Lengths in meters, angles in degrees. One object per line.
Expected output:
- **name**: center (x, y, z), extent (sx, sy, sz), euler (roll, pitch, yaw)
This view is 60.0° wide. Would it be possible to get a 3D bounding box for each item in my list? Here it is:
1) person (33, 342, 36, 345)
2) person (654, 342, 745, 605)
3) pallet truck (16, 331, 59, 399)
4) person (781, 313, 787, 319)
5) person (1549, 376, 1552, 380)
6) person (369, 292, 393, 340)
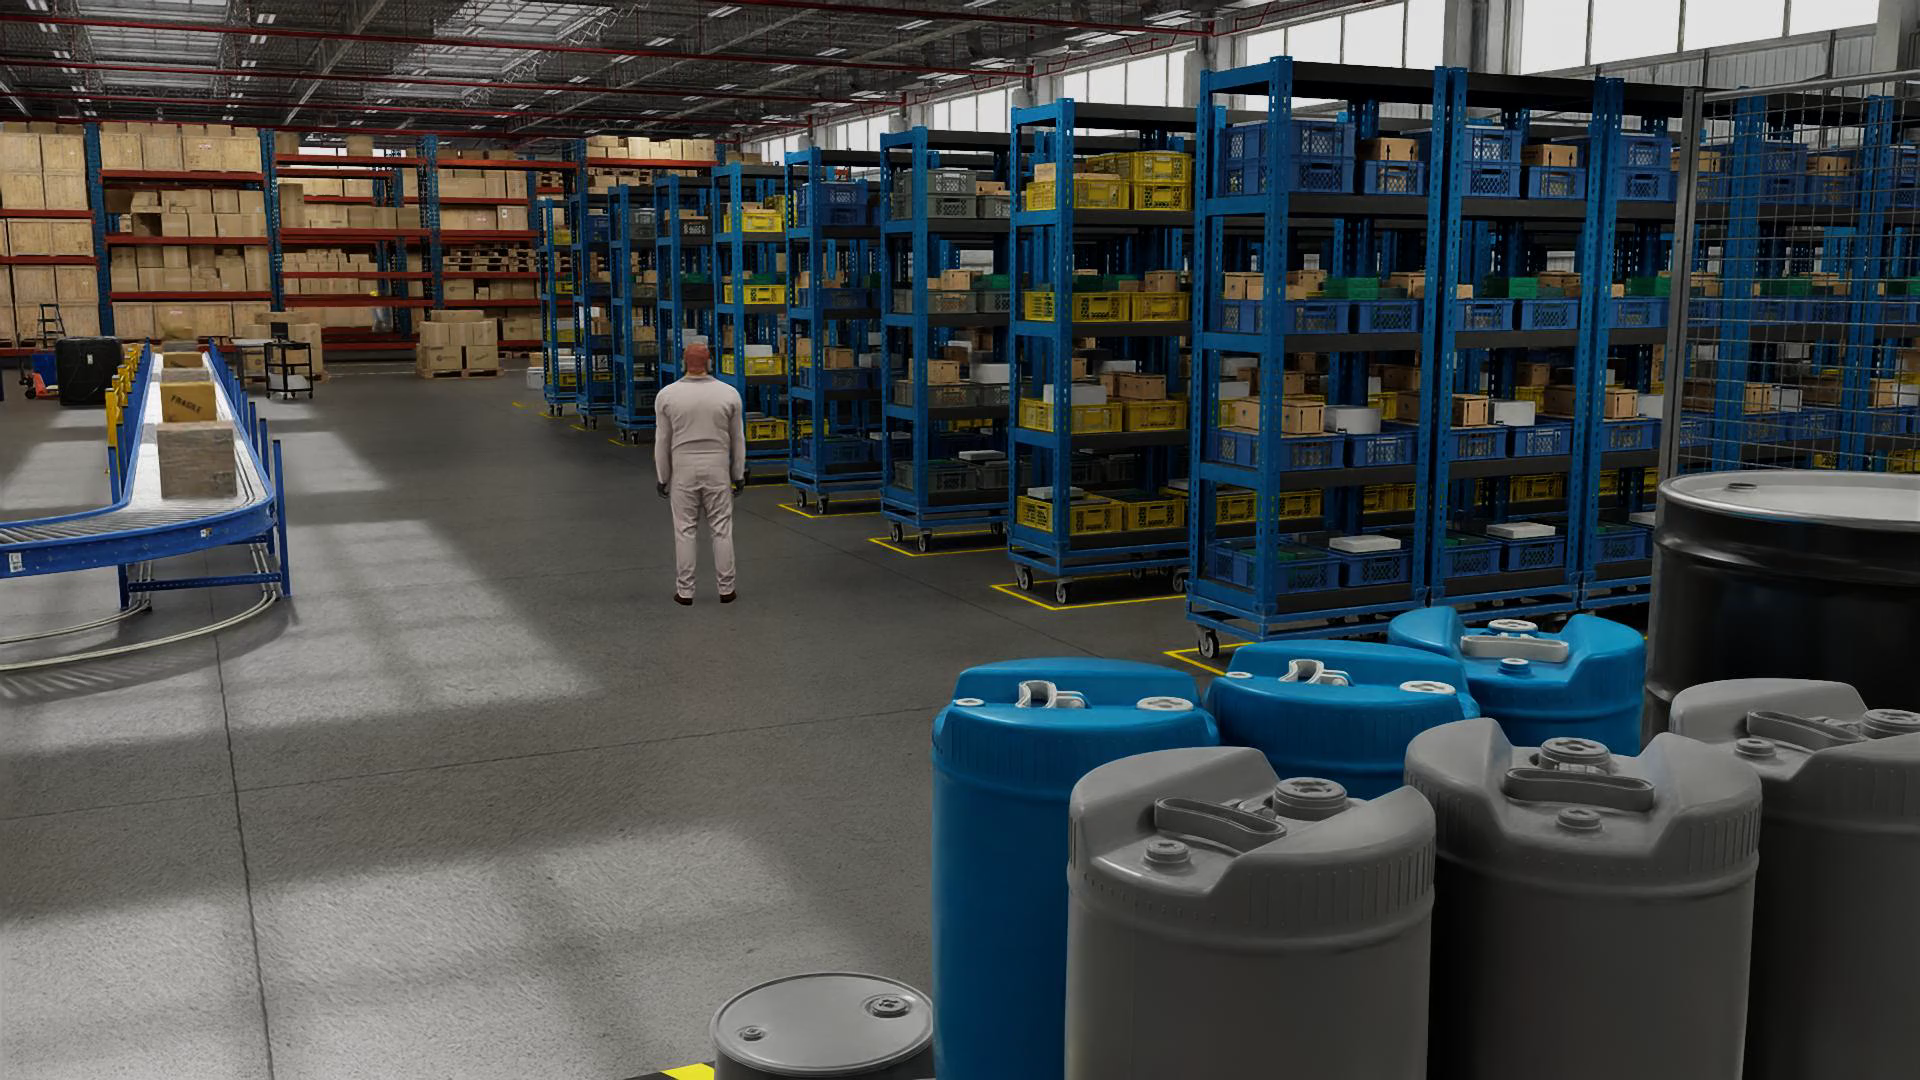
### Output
- **person**: center (-24.246, -5.456, 43.795), extent (0.266, 1.631, 0.507), euler (8, 12, 40)
- **person**: center (-1.887, -0.479, 12.079), extent (0.651, 1.904, 0.403), euler (-2, 9, -14)
- **pallet truck**: center (-17.082, -3.353, 31.781), extent (1.630, 1.274, 0.653), euler (-4, 10, -25)
- **person**: center (-4.652, -5.975, 45.945), extent (0.611, 1.985, 0.414), euler (-6, 11, -31)
- **person**: center (8.972, -2.673, 25.891), extent (0.436, 1.834, 0.589), euler (-6, 11, -31)
- **person**: center (-19.365, -7.366, 55.296), extent (1.003, 1.760, 0.605), euler (-3, 10, -18)
